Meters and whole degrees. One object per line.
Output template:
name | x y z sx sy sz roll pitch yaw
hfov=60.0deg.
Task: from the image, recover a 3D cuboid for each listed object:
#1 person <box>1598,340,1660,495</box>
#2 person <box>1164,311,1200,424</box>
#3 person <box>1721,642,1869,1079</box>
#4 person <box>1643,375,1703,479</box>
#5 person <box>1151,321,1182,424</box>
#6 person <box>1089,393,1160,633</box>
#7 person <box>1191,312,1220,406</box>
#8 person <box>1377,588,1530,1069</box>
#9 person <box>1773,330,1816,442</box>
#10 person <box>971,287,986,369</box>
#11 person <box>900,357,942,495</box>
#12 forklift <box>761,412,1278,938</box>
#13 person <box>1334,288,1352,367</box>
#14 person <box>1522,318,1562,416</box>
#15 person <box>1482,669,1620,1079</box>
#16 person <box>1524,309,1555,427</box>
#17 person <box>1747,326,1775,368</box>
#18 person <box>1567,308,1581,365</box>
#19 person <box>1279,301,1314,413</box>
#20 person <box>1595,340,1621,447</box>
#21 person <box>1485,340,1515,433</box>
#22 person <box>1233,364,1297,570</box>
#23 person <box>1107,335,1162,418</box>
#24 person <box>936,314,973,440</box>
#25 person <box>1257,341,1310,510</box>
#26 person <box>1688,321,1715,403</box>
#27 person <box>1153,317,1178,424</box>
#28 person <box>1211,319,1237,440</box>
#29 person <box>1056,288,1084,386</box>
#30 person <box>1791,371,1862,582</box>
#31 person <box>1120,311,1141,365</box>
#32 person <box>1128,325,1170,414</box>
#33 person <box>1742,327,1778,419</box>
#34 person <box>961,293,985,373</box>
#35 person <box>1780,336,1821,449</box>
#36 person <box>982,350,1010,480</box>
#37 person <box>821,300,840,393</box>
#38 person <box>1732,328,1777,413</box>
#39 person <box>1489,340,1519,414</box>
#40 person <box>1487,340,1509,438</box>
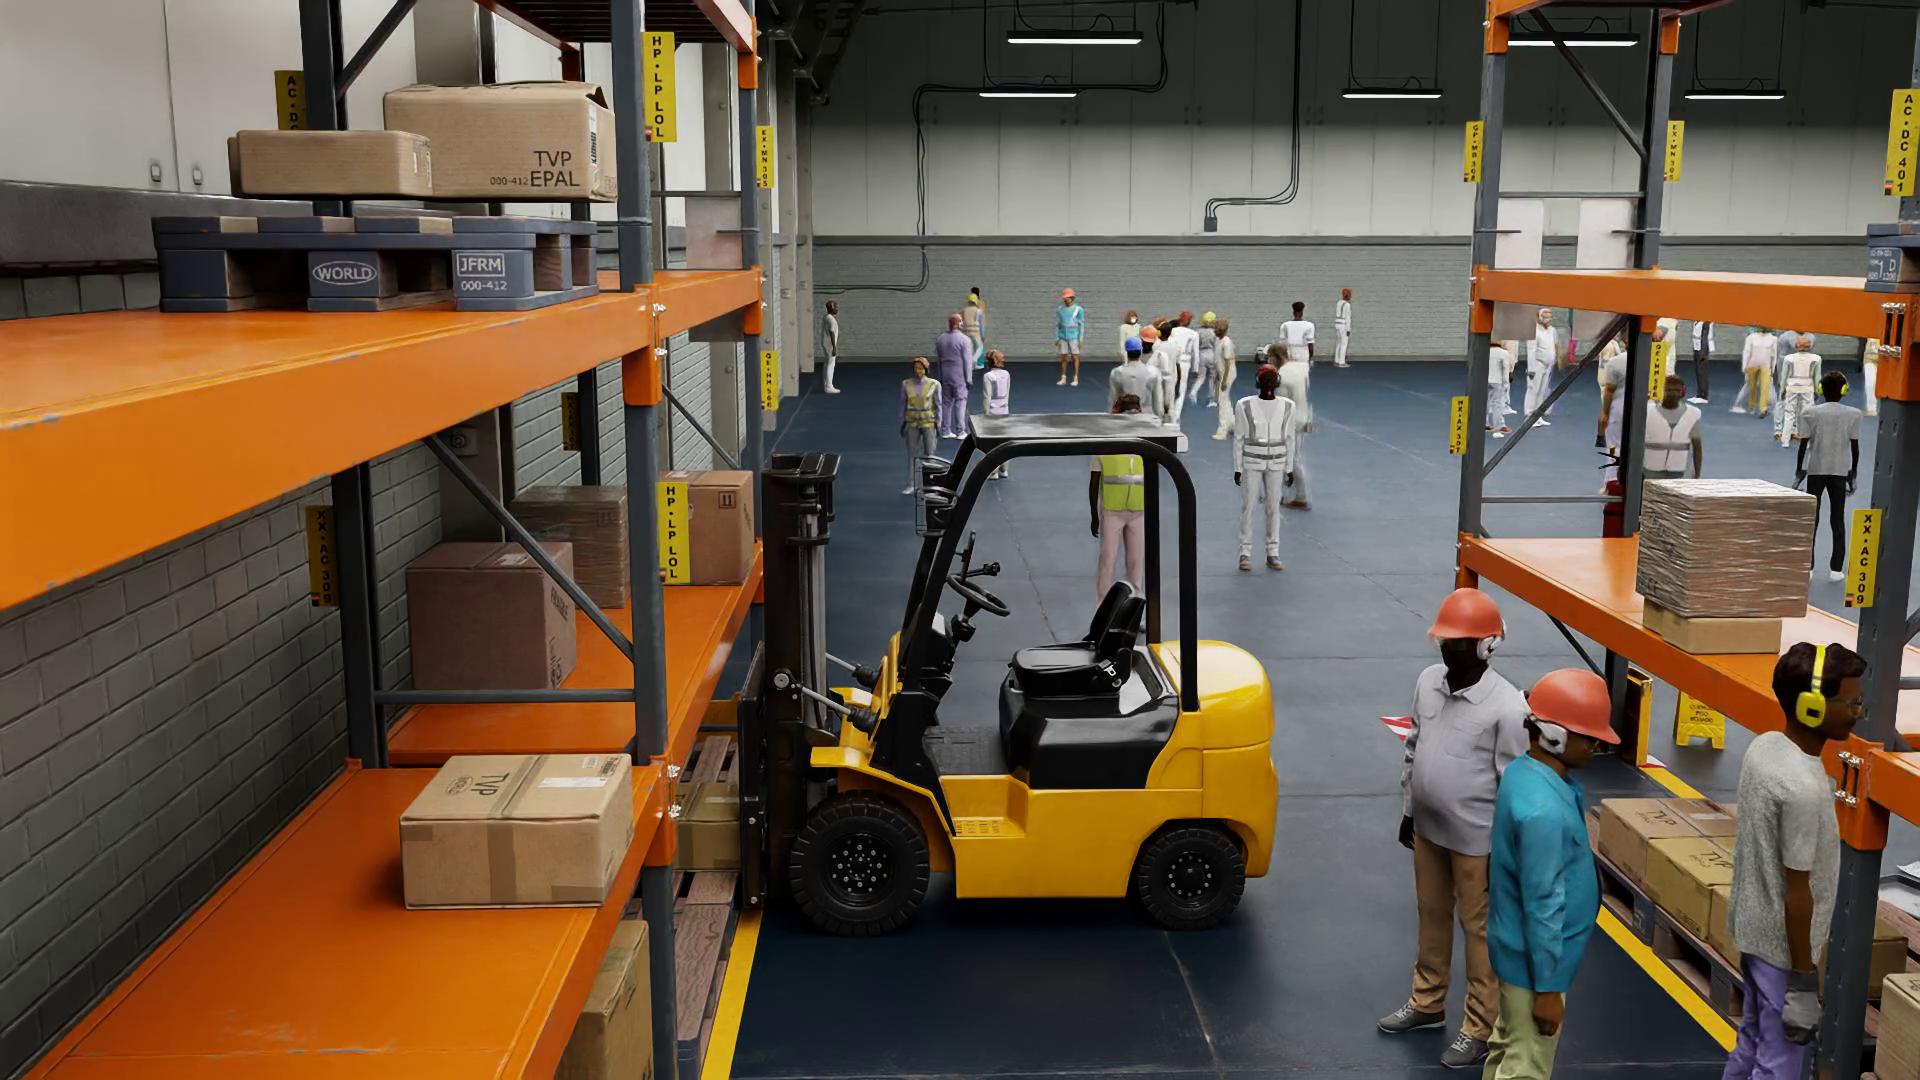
person | 7.851 -1.522 19.542 0.684 2.000 0.535 -1 10 -7
person | 3.622 -2.833 27.346 0.596 1.854 0.517 4 11 19
person | 2.405 1.204 4.841 0.313 1.866 0.539 2 10 12
person | 6.405 -0.597 15.085 0.567 1.787 0.957 1 10 5
person | 2.891 -2.167 23.618 0.521 1.869 0.325 -2 10 -12
person | 1.252 -0.203 12.724 0.566 1.849 0.387 -3 11 -16
person | 4.462 -3.265 30.126 0.490 1.731 0.575 8 13 38
person | 1.815 1.033 6.093 0.320 1.755 0.563 -5 11 -27
person | 12.508 -2.433 24.918 0.629 1.933 0.379 -3 11 -15
person | 0.409 -4.998 39.250 0.386 1.916 0.590 4 11 20
person | -0.463 -1.343 19.664 0.523 1.636 0.310 3 11 16
forklift | 0.291 0.548 7.580 2.313 2.155 1.214 0 10 -2
person | 9.168 -5.065 39.743 0.367 1.878 0.588 -2 10 -12
person | 9.960 -3.017 28.580 0.782 1.786 0.594 -6 12 -29
person | 1.760 1.235 5.007 0.338 1.742 0.563 2 10 13
person | 9.431 -2.794 26.998 0.643 1.908 0.399 -10 14 -44
person | 18.085 -4.701 37.540 0.628 1.936 0.374 2 10 10
person | 15.074 -5.272 40.601 0.405 1.987 0.608 3 11 18
person | 5.869 -3.178 29.008 0.606 1.958 0.373 5 11 24
person | 9.488 -2.300 24.213 0.389 1.924 0.549 5 11 25
person | 8.422 -2.667 26.050 0.395 1.990 0.622 -7 12 -35
person | 2.779 -0.663 15.196 0.575 1.882 0.355 -1 10 -3
person | 1.974 -1.352 18.873 0.631 1.933 0.559 1 10 8
person | -0.062 -2.462 25.185 0.646 1.900 0.400 9 14 42
person | 3.591 -1.278 18.626 0.808 1.885 0.686 6 12 29
person | 13.818 -3.503 30.968 0.406 1.907 0.606 3 10 14
person | 2.993 -2.374 24.762 0.581 1.878 0.362 -6 12 -30
person | 4.033 -2.442 25.270 0.436 1.824 0.770 1 10 7
person | 2.252 -4.197 34.438 0.615 2.040 0.391 5 12 28
person | 7.643 -0.562 14.687 0.520 1.865 0.333 4 11 22
person | 3.446 -3.758 33.176 0.533 1.606 0.669 -5 11 -24
person | 2.369 -1.798 21.390 0.562 1.917 0.554 8 13 39
person | 13.678 -2.960 28.452 0.533 1.723 0.877 5 11 26
person | 0.302 -4.689 37.783 0.614 1.822 0.413 6 12 30
person | 12.152 -2.128 24.072 0.520 1.631 0.312 5 12 28
person | 0.448 -1.573 20.938 0.307 1.640 0.519 7 12 35
person | -2.559 -3.812 32.885 0.341 1.838 0.501 -4 11 -22
person | 13.941 -3.026 28.887 0.924 1.690 0.506 9 14 41
person | 9.457 -3.153 28.985 0.391 1.913 0.587 -7 12 -35
person | 8.130 -2.377 25.434 0.509 1.632 0.266 6 12 32
